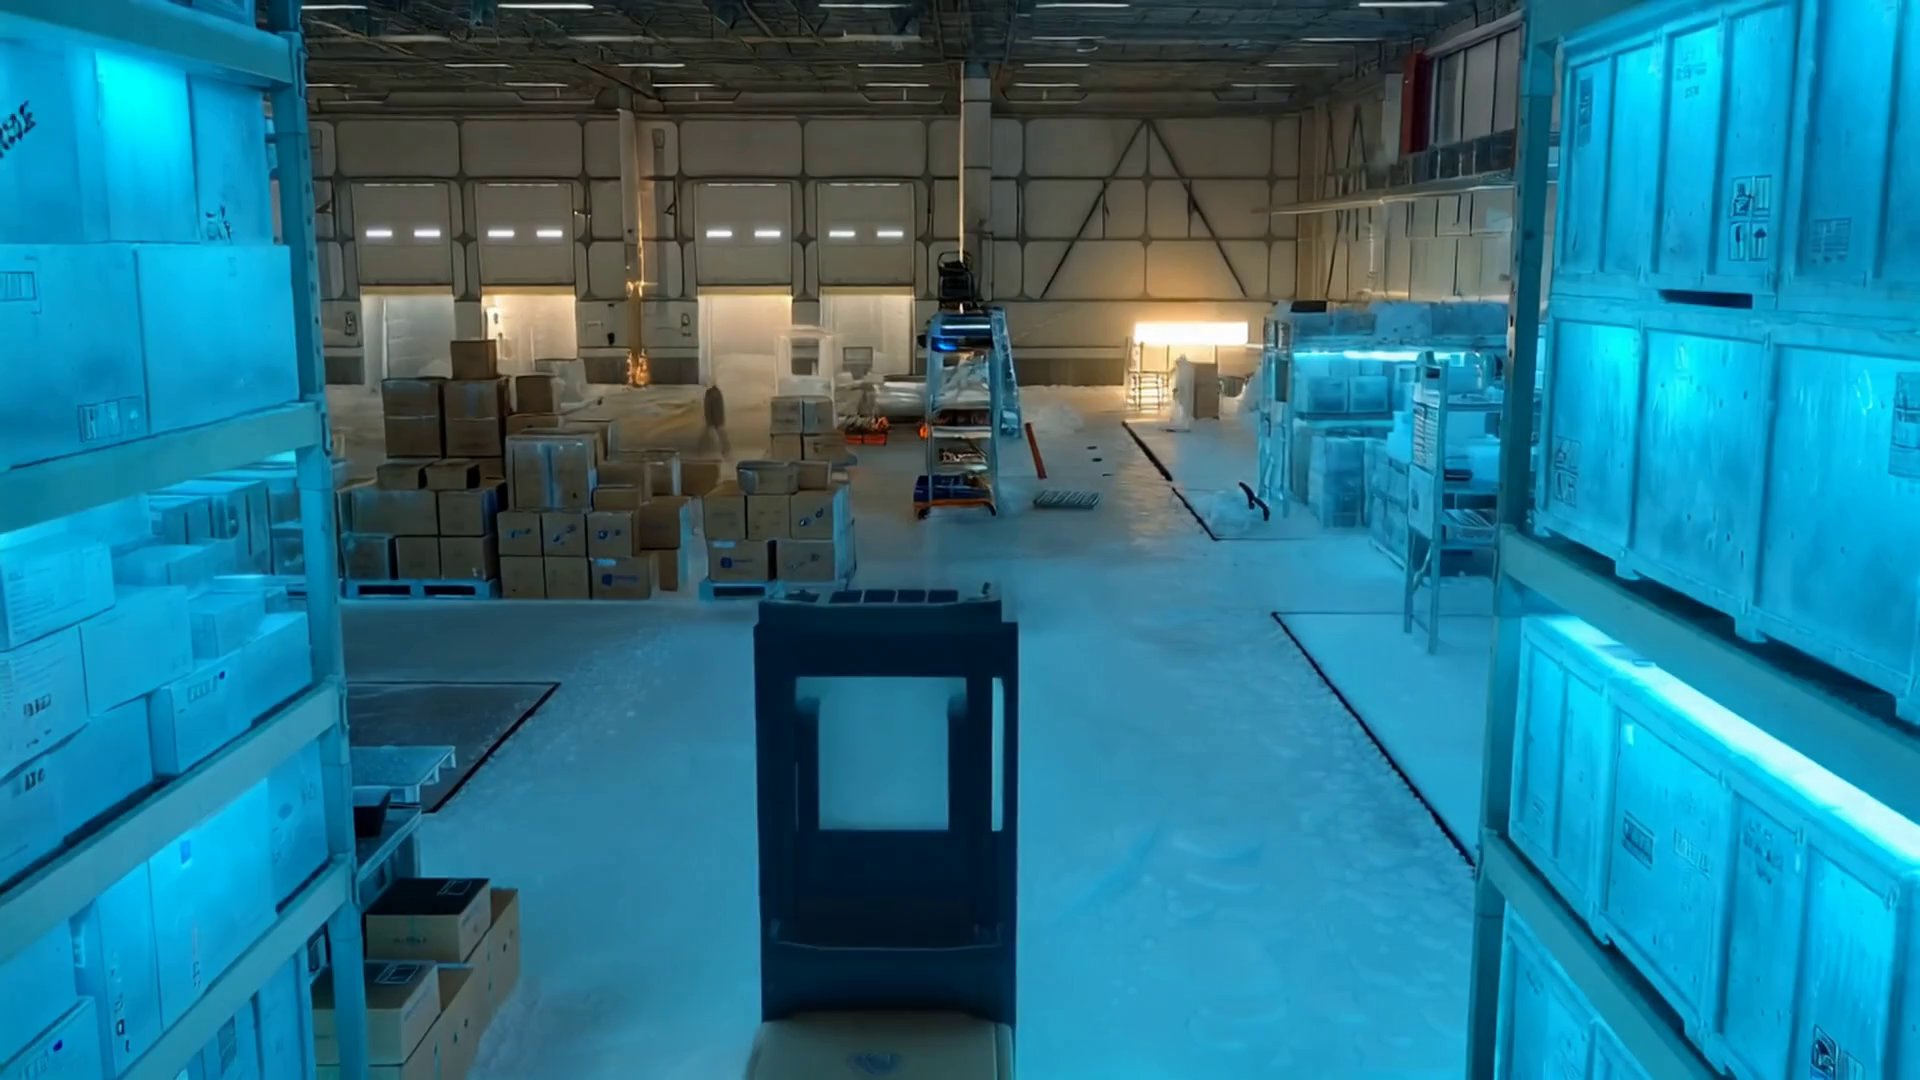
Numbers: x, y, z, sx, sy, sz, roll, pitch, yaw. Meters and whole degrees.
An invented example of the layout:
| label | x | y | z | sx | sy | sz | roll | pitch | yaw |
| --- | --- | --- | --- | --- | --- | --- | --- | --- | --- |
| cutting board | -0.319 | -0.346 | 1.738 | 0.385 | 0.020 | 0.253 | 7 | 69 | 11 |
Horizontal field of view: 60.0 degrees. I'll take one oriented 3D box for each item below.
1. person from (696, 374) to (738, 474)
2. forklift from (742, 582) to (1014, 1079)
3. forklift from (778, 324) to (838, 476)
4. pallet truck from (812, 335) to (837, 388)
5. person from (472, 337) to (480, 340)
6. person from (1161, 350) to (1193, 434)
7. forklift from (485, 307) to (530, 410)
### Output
| label | x | y | z | sx | sy | sz | roll | pitch | yaw |
| --- | --- | --- | --- | --- | --- | --- | --- | --- | --- |
| person | -4.634 | -2.145 | 30.974 | 1.077 | 1.871 | 0.676 | 2 | 10 | 14 |
| forklift | -0.304 | 1.559 | 6.707 | 1.129 | 2.768 | 1.873 | 0 | 10 | 1 |
| forklift | -2.831 | -2.538 | 30.347 | 1.129 | 2.768 | 1.873 | -1 | 10 | -6 |
| pallet truck | -3.021 | -4.312 | 43.126 | 1.885 | 1.965 | 0.823 | 3 | 10 | 17 |
| person | -12.737 | -4.459 | 44.273 | 0.558 | 1.906 | 0.927 | 4 | 11 | 21 |
| person | 4.962 | -3.374 | 37.978 | 0.841 | 1.909 | 0.647 | 7 | 12 | 34 |
| forklift | -10.754 | -4.150 | 39.646 | 1.129 | 2.768 | 1.873 | 0 | 10 | 1 |
